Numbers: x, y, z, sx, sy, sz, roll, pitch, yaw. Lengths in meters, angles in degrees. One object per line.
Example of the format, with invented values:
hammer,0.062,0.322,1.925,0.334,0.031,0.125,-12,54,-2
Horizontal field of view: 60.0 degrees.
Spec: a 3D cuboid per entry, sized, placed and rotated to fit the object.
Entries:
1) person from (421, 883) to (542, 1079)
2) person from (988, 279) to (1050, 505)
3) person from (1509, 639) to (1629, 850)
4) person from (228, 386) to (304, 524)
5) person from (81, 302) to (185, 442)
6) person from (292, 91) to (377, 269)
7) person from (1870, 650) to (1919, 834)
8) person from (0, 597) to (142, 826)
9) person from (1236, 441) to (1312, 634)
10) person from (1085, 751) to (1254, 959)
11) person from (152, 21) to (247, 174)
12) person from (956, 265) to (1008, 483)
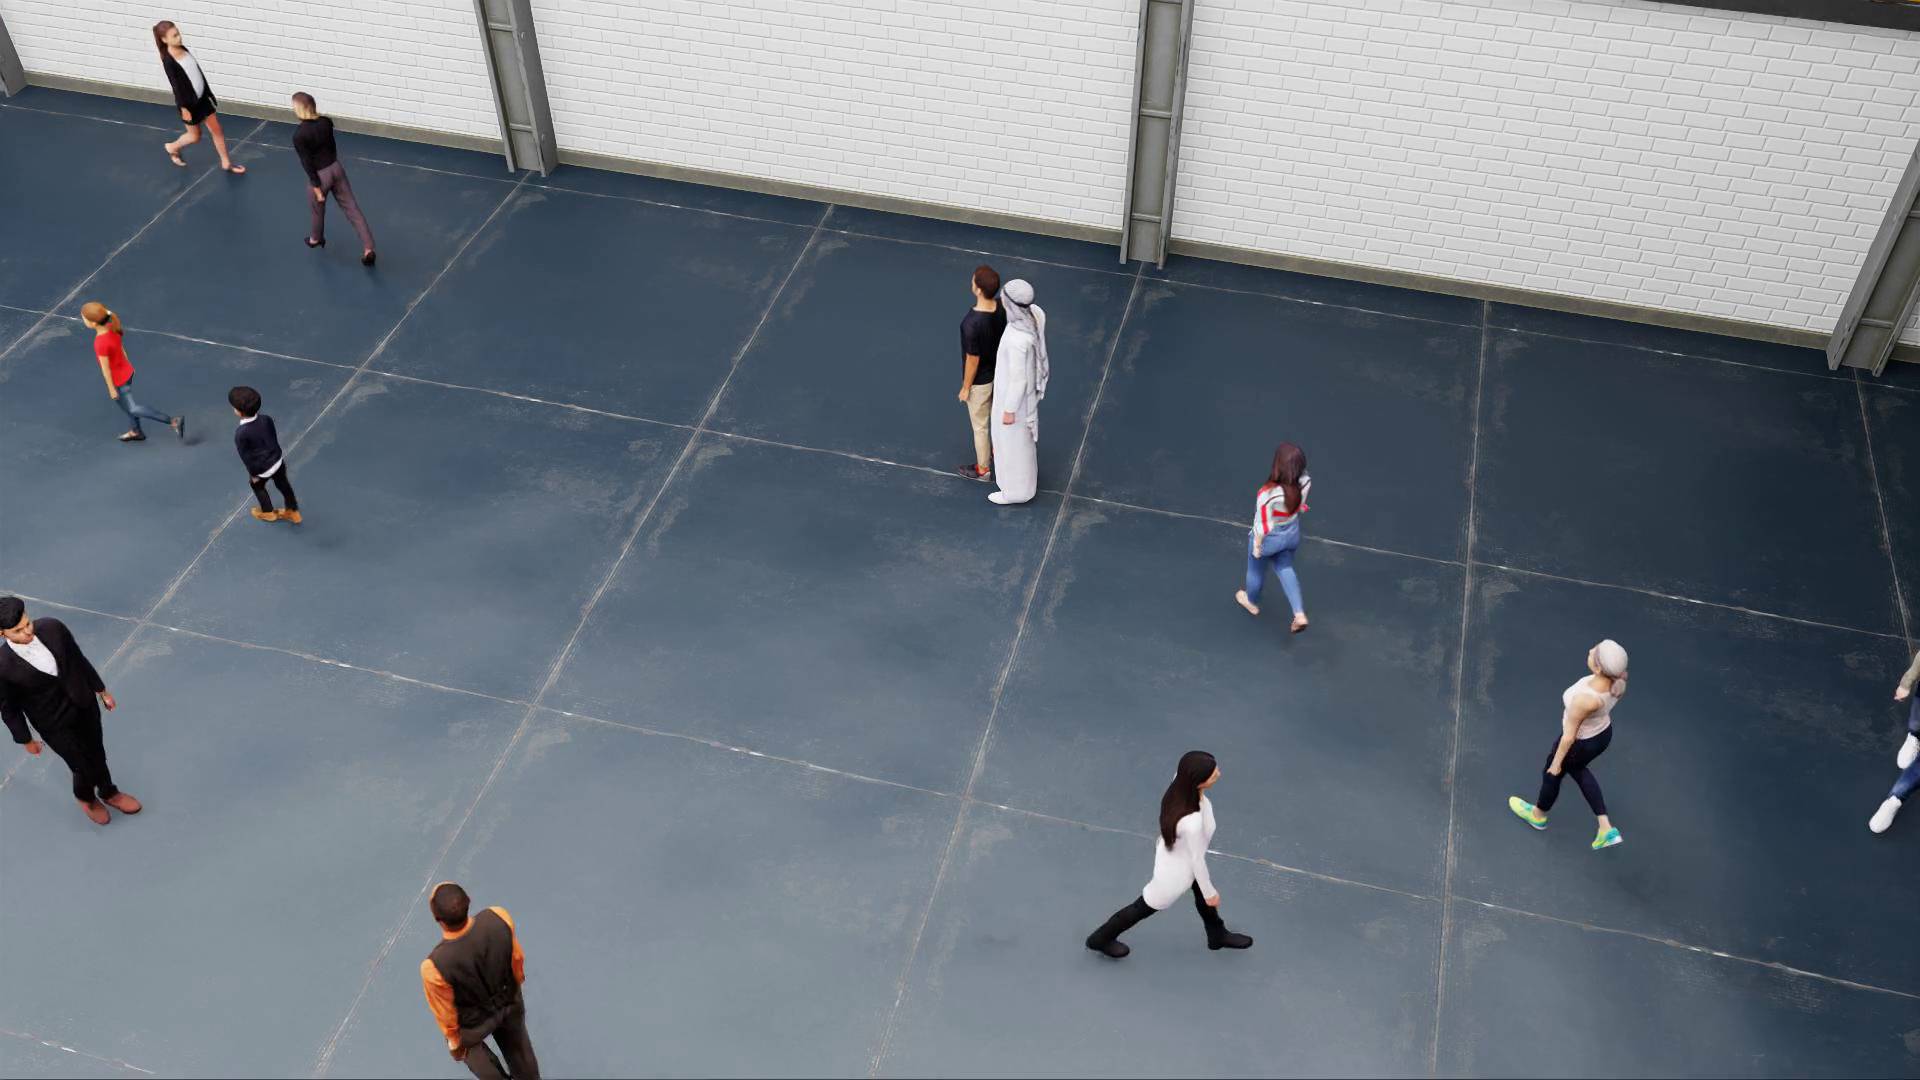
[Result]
person,-2.337,2.424,8.408,0.874,1.893,0.846,32,52,29
person,0.416,-1.070,12.052,0.623,1.926,0.696,8,44,8
person,3.725,1.247,9.790,0.934,1.691,1.038,-28,50,-26
person,-5.009,-0.581,12.054,0.662,1.215,0.578,20,47,20
person,-6.344,-1.244,12.695,0.861,1.291,0.660,-4,44,-4
person,-5.381,-3.058,14.358,1.087,1.624,0.753,20,47,19
person,6.025,0.879,10.066,1.227,1.843,1.099,31,51,28
person,-5.421,0.991,9.932,0.673,1.867,0.731,16,46,16
person,2.174,0.012,11.152,0.936,1.600,0.981,-20,47,-20
person,1.095,1.805,9.157,1.242,1.756,0.755,3,44,3
person,-7.245,-4.117,15.533,0.938,1.536,0.545,9,44,10
person,0.194,-1.222,12.261,0.666,1.859,0.707,28,50,26
